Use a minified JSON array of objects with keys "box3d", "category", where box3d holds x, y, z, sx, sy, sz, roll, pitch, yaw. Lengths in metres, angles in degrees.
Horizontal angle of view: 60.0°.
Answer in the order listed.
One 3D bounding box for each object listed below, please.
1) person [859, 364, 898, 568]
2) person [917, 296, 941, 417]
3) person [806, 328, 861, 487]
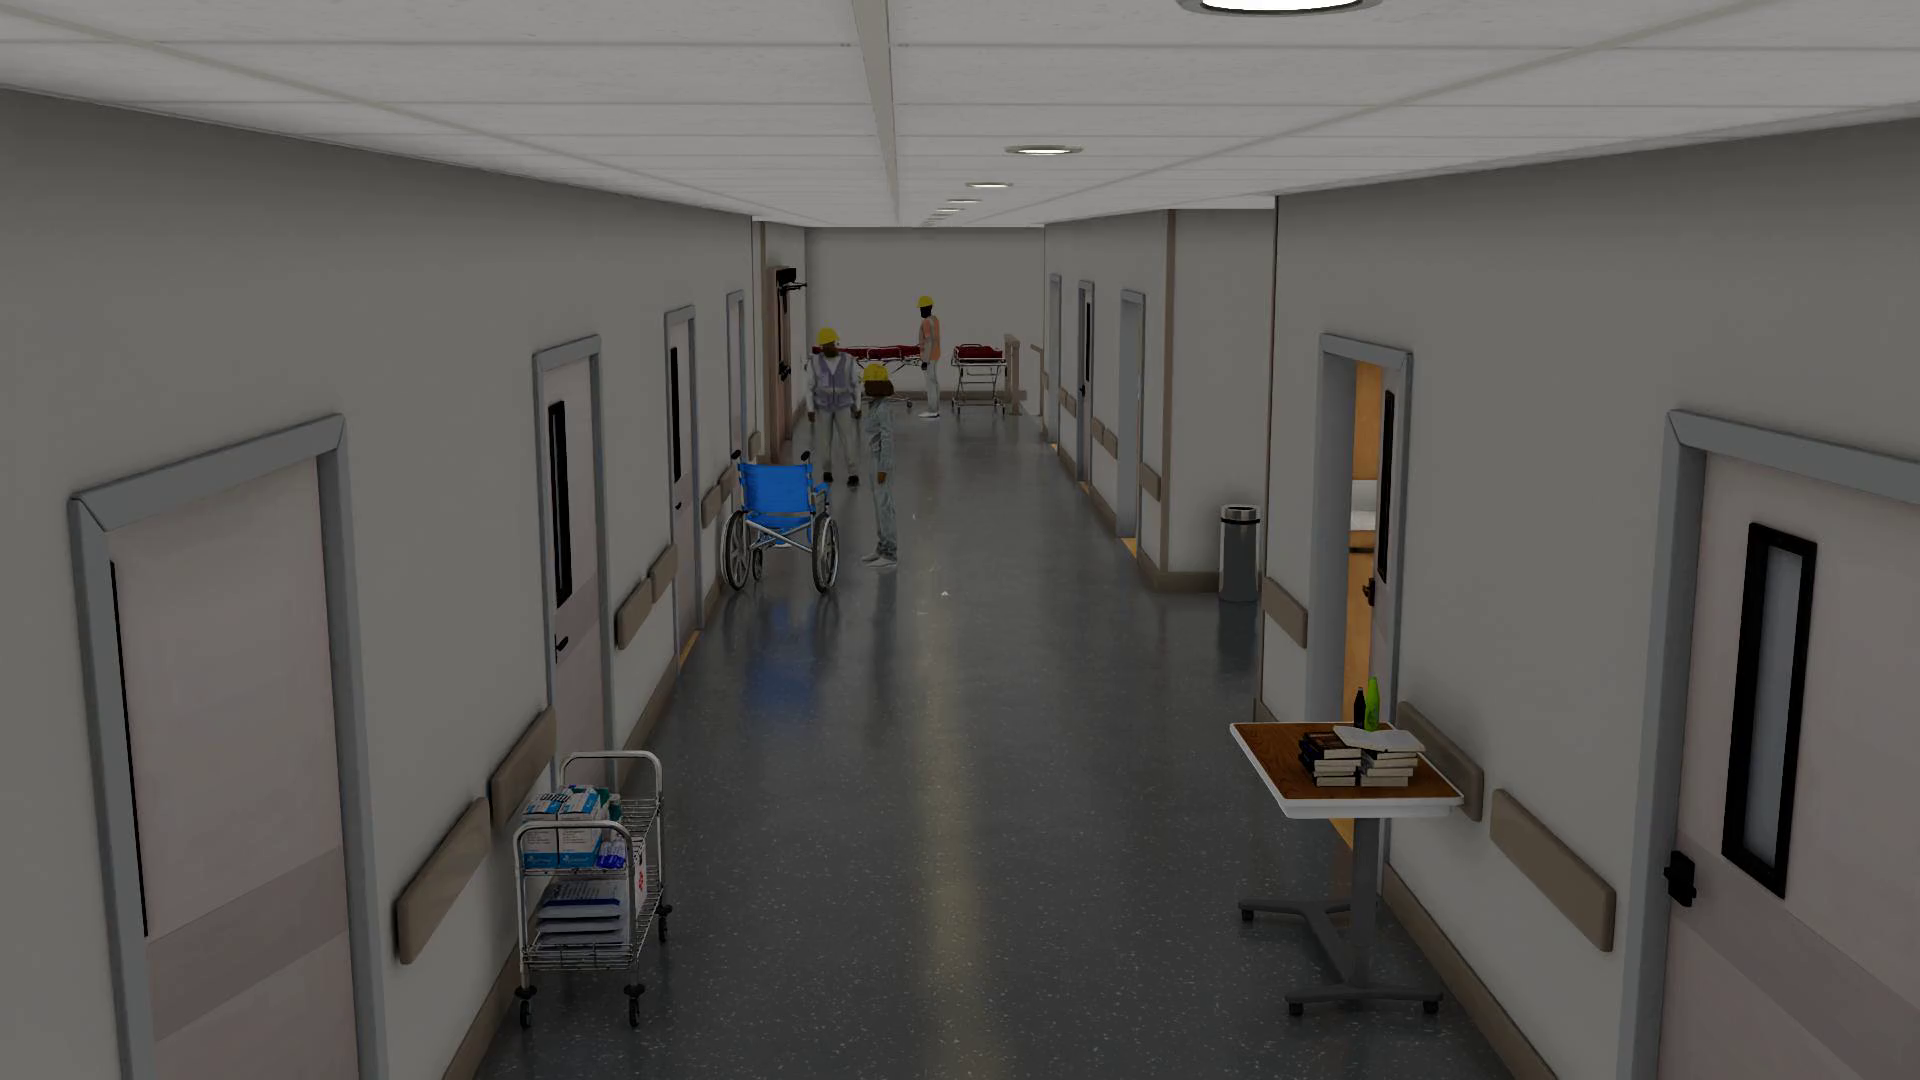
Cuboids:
[{"box3d":[-0.706,-0.635,14.228,0.307,1.743,0.494,-2,10,-11],"category":"person"},{"box3d":[-0.506,-2.901,26.341,0.381,1.923,0.592,2,10,13],"category":"person"},{"box3d":[-1.448,-1.524,19.062,0.631,1.786,0.677,-1,10,-6],"category":"person"}]
